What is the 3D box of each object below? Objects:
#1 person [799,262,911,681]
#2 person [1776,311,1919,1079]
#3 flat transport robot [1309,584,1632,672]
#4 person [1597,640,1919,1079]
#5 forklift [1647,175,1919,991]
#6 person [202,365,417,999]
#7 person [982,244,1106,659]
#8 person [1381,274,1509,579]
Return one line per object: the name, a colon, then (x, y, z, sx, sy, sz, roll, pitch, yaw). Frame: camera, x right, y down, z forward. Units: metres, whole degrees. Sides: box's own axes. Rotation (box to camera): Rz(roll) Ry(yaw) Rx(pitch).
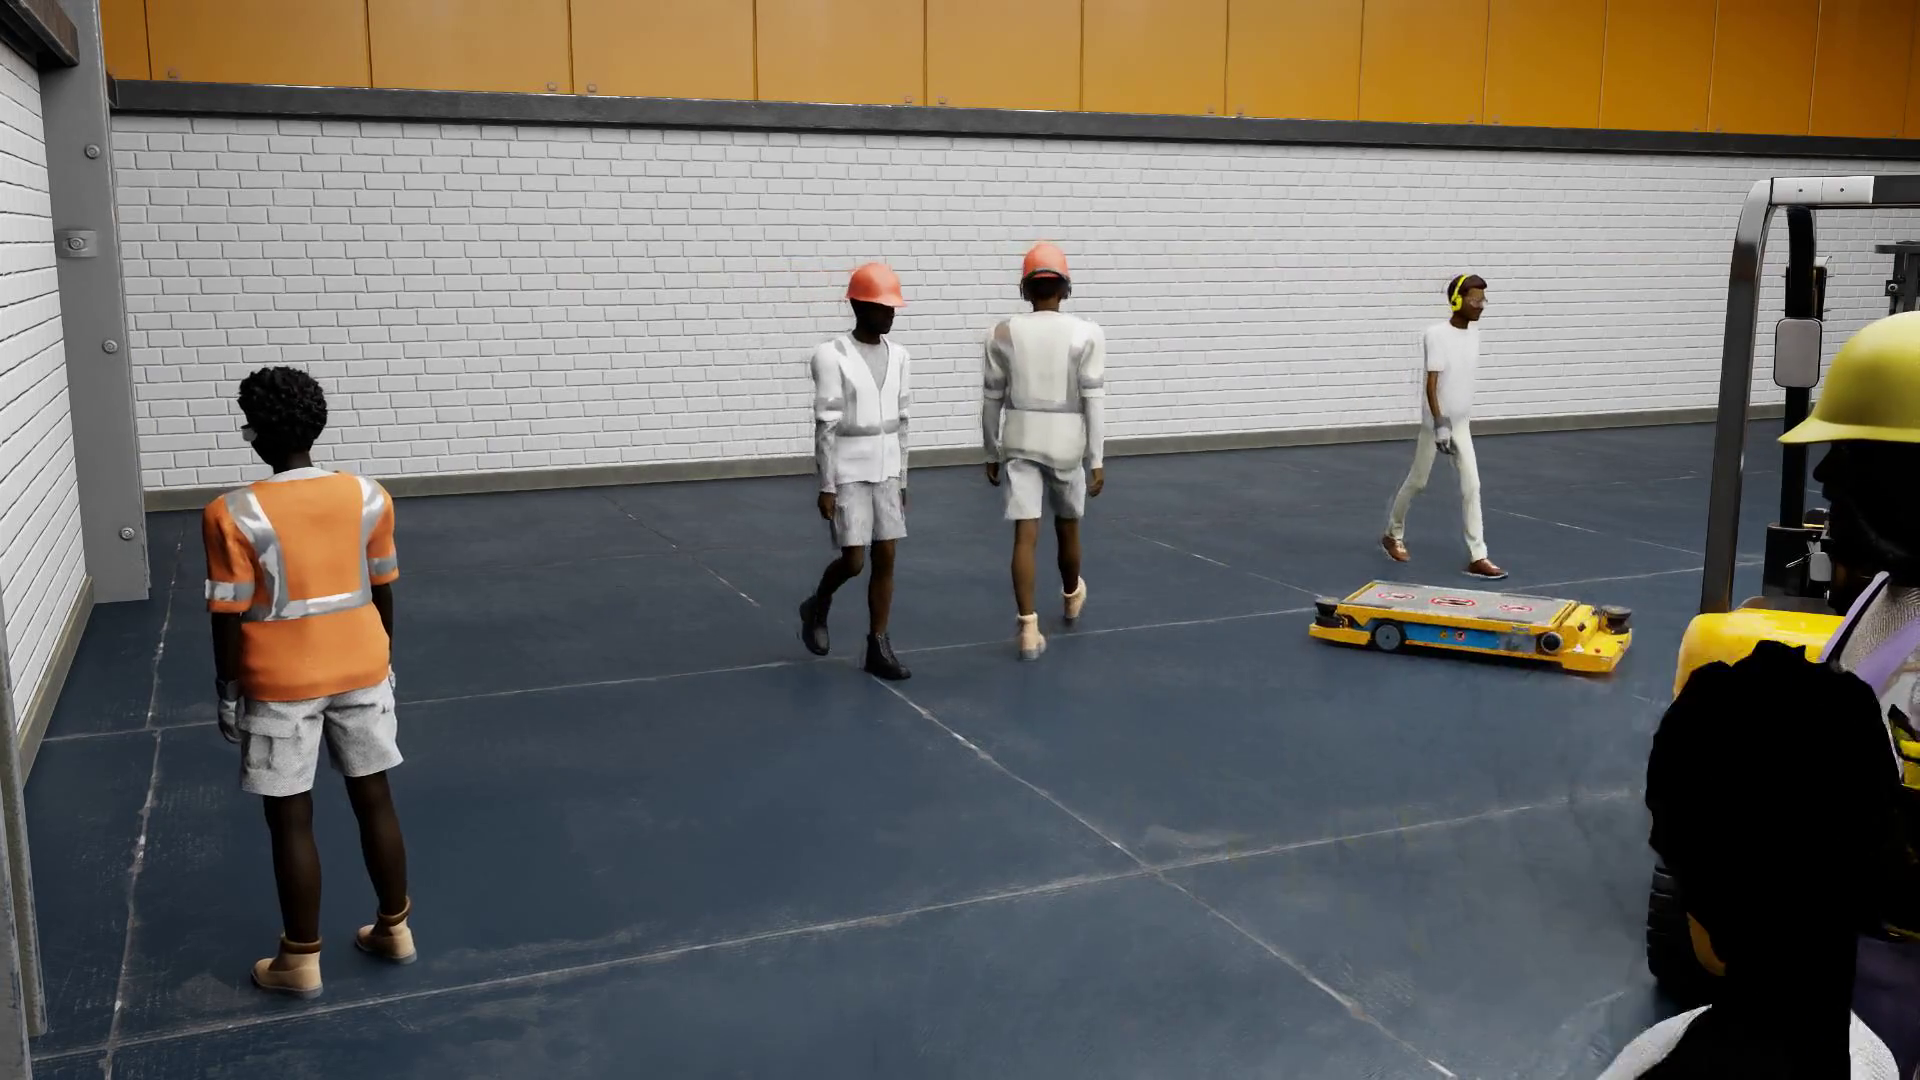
person: (-0.476, -0.316, 7.674, 0.560, 1.920, 0.579, -9, 14, -41)
person: (1.290, 0.650, 2.335, 0.380, 1.924, 0.593, 3, 11, 16)
flat transport robot: (2.524, 0.407, 8.239, 1.431, 0.197, 0.652, 6, 12, 29)
person: (0.407, 0.915, 1.166, 0.529, 1.835, 0.935, -10, 14, -43)
forklift: (2.810, 0.094, 4.662, 1.214, 2.155, 2.313, 7, 12, 34)
person: (-1.747, 0.380, 4.482, 0.320, 1.695, 0.538, 9, 14, 40)
person: (0.425, -0.464, 8.313, 0.622, 1.982, 1.068, 2, 10, 10)
person: (2.956, -0.706, 10.143, 0.525, 1.815, 1.017, -5, 11, -25)
